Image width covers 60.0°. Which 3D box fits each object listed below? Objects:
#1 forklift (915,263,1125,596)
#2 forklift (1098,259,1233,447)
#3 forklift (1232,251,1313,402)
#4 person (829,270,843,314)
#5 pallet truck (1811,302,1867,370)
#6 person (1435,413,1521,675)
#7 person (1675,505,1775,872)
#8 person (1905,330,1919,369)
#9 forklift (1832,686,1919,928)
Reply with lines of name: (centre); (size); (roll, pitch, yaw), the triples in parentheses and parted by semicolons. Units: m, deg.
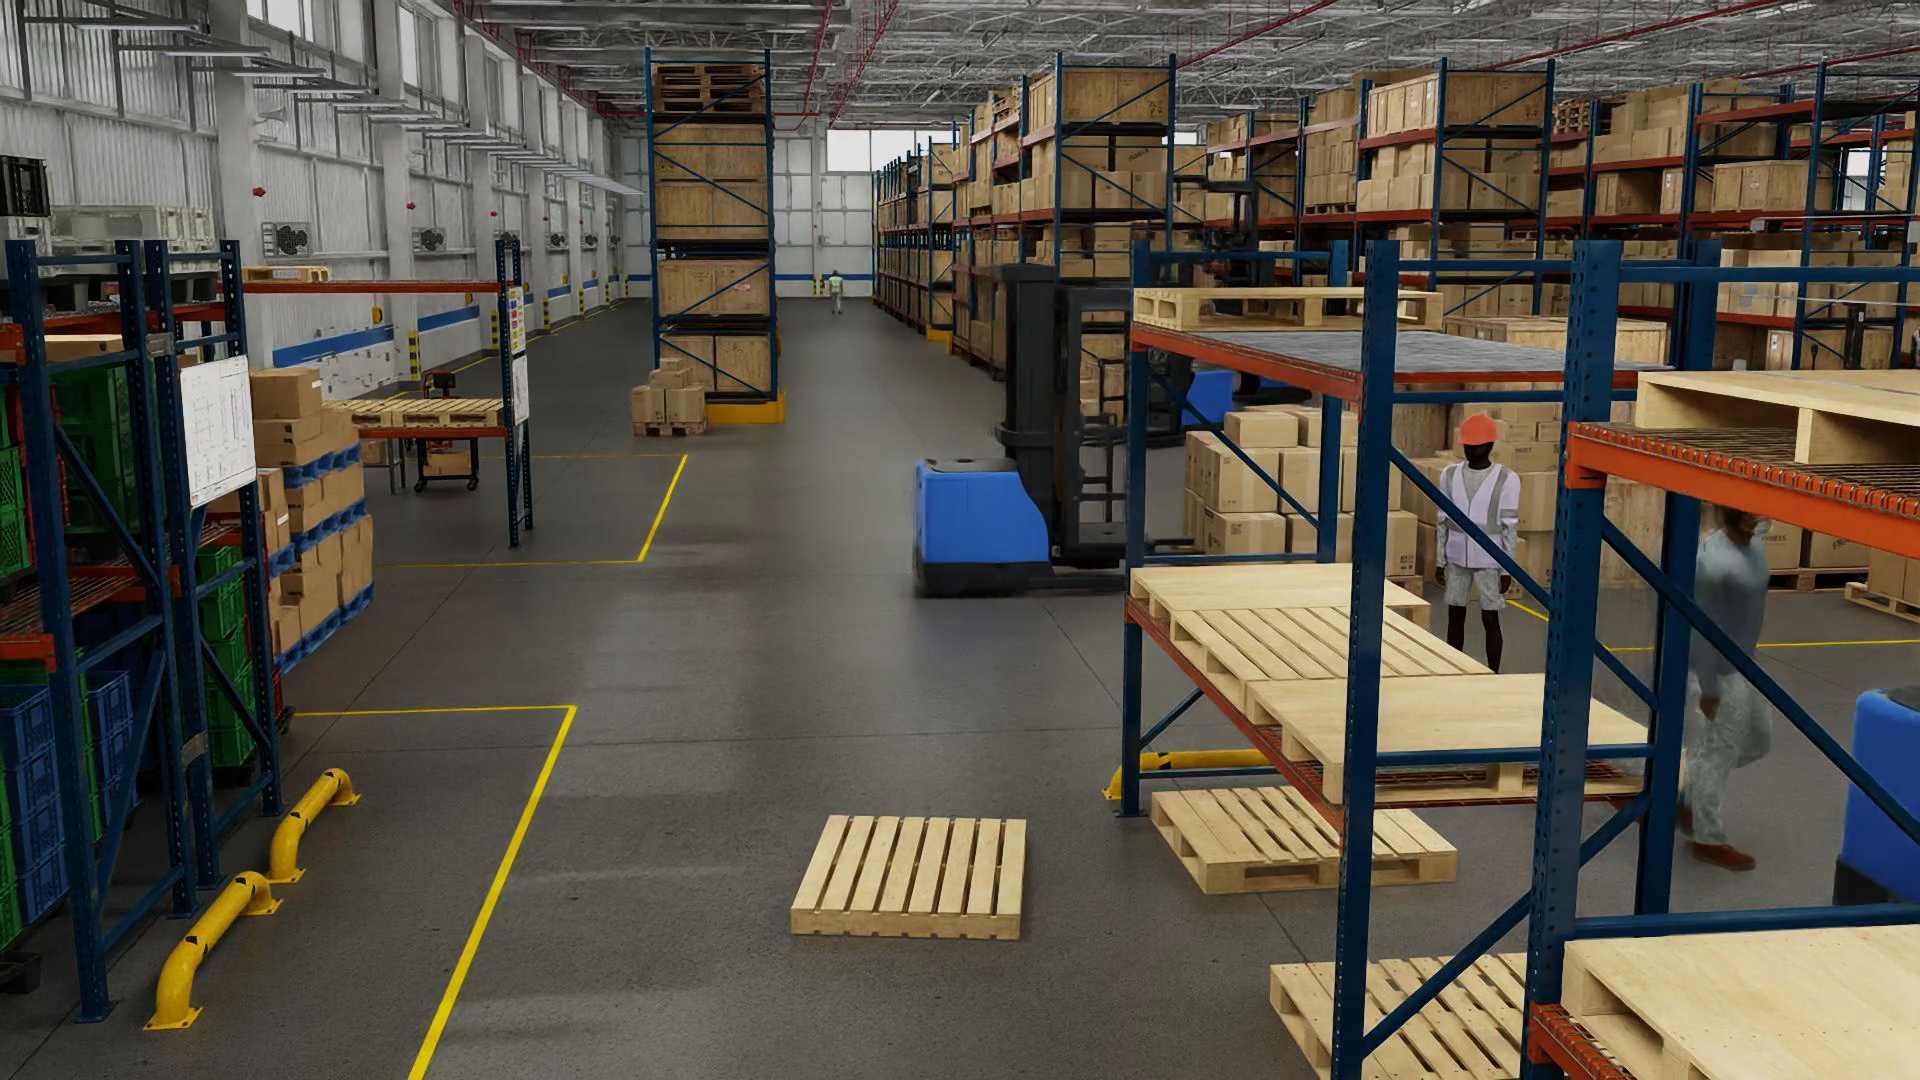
forklift: (0.574, -0.996, 14.451); (1.873, 2.768, 1.129); (-1, 10, -6)
forklift: (3.087, -2.866, 24.812); (1.873, 2.768, 1.129); (-7, 12, -34)
forklift: (5.611, -4.017, 31.189); (1.873, 2.768, 1.129); (-2, 10, -9)
person: (-5.093, -10.193, 68.397); (0.577, 1.817, 0.882); (-3, 11, -17)
pallet truck: (15.846, -3.142, 28.793); (1.885, 1.965, 0.823); (2, 10, 12)
person: (3.359, 0.128, 10.879); (0.543, 1.928, 0.400); (9, 13, 40)
person: (3.698, 0.637, 8.065); (0.485, 1.920, 0.646); (10, 14, 43)
person: (15.588, -2.733, 26.825); (0.607, 1.893, 0.768); (10, 14, 43)
forklift: (4.483, 0.465, 6.354); (1.129, 2.768, 1.873); (-1, 10, -6)
